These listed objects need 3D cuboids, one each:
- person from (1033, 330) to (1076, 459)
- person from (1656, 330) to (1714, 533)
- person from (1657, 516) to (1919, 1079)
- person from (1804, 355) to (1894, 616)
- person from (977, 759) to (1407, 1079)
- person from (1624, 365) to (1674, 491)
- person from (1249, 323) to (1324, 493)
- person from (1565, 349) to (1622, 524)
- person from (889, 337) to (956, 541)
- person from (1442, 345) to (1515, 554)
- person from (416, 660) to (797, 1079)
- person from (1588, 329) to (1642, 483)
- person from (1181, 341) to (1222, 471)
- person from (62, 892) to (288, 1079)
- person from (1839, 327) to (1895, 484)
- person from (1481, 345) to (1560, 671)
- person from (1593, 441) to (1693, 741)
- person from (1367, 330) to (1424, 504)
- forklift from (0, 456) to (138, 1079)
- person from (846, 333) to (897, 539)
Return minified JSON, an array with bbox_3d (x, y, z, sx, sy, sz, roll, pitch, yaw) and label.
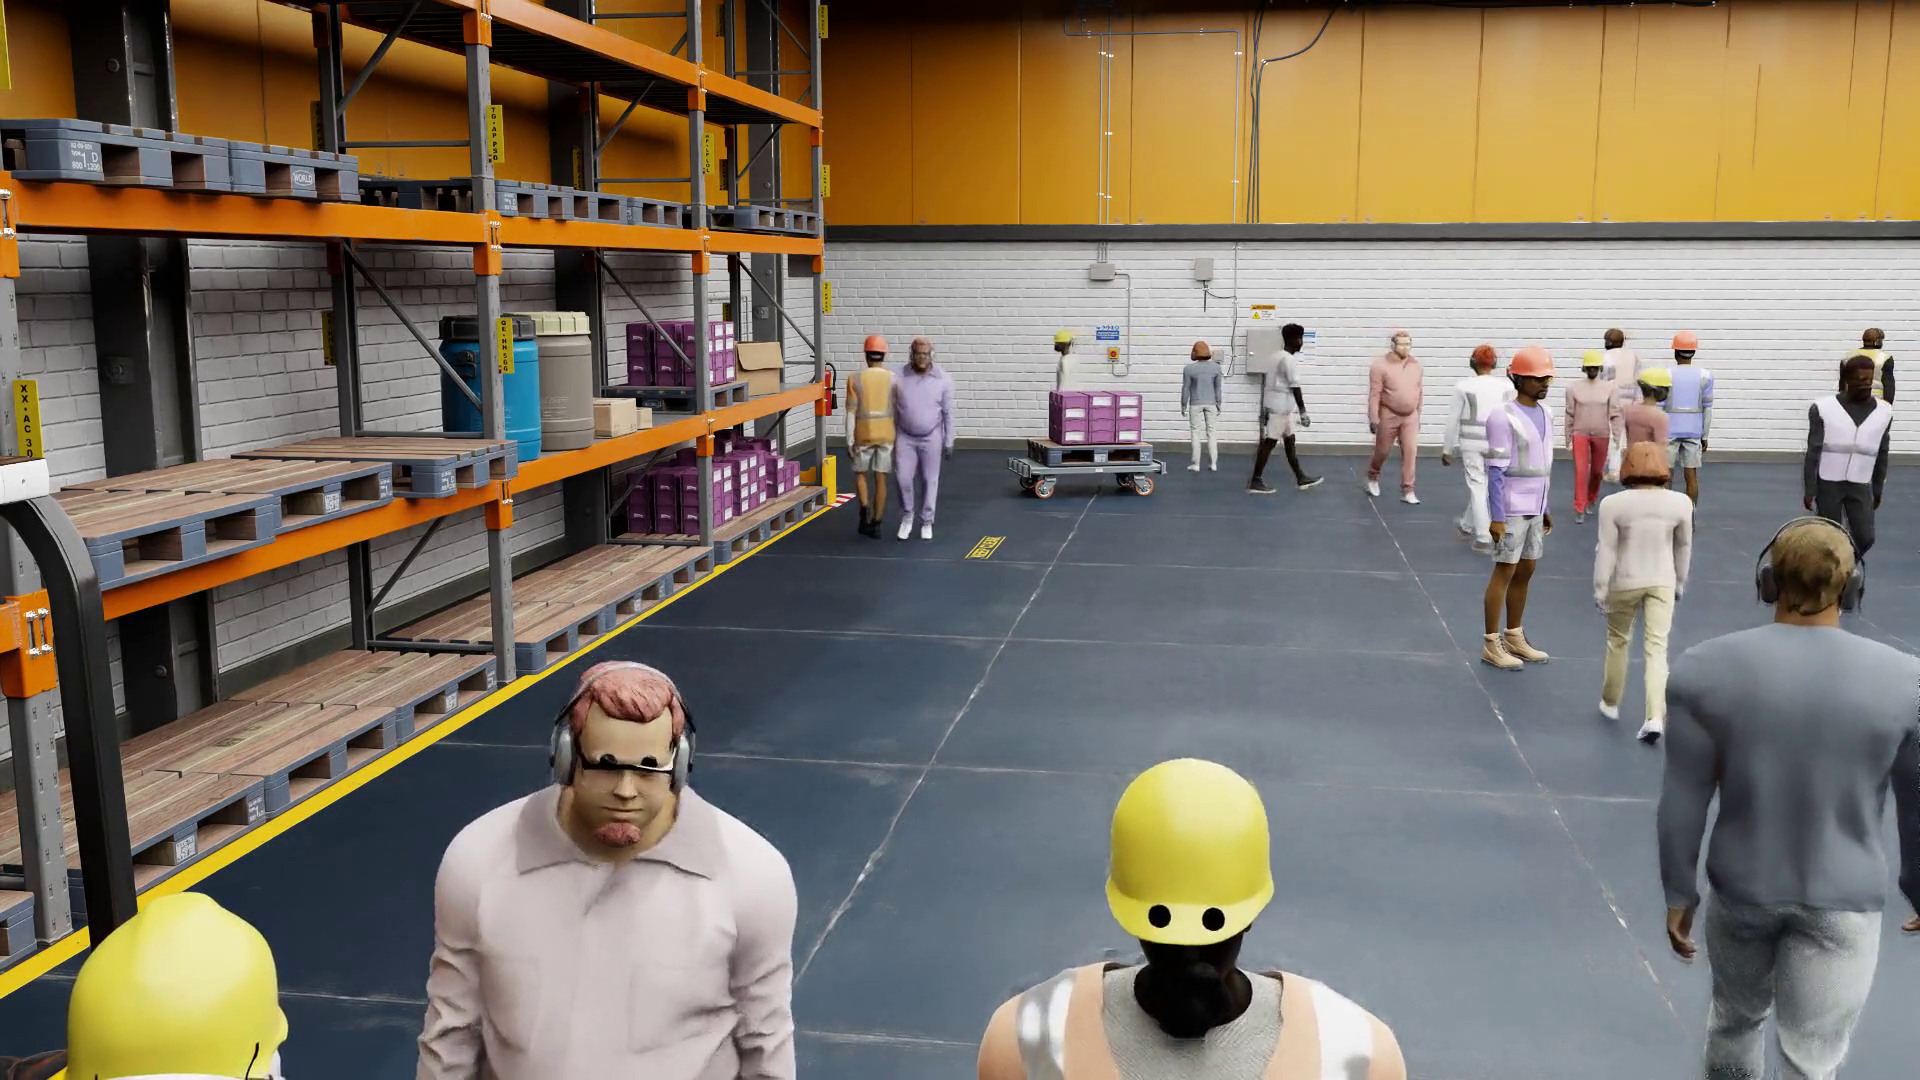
[{"bbox_3d":[1.243,-1.830,21.433,0.799,1.733,0.555,0,9,2],"label":"person"},{"bbox_3d":[6.870,-1.025,15.875,0.547,1.942,0.350,2,9,9],"label":"person"},{"bbox_3d":[2.157,0.876,4.272,0.641,1.897,0.922,6,11,35],"label":"person"},{"bbox_3d":[6.455,-0.401,12.159,0.605,1.905,0.457,1,9,6],"label":"person"},{"bbox_3d":[0.307,1.195,2.376,0.603,1.886,0.976,2,9,11],"label":"person"},{"bbox_3d":[5.445,-0.501,13.198,0.325,1.768,0.540,-2,9,-13],"label":"person"},{"bbox_3d":[3.708,-1.475,18.728,0.976,1.908,0.617,-1,9,-4],"label":"person"},{"bbox_3d":[6.372,-1.063,16.779,0.534,1.737,0.849,3,10,18],"label":"person"},{"bbox_3d":[-0.371,-0.925,15.405,0.673,1.887,0.580,0,9,1],"label":"person"},{"bbox_3d":[4.646,-0.836,15.026,0.606,1.832,0.951,-1,9,-8],"label":"person"},{"bbox_3d":[-0.612,1.100,3.032,0.656,1.862,0.939,1,9,4],"label":"person"},{"bbox_3d":[7.706,-1.612,19.890,0.660,1.806,0.874,-3,10,-17],"label":"person"},{"bbox_3d":[3.019,-1.669,20.818,0.512,1.628,0.305,-1,9,-9],"label":"person"},{"bbox_3d":[-0.838,1.296,1.897,0.600,1.829,0.404,-4,10,-23],"label":"person"},{"bbox_3d":[10.694,-1.579,19.609,0.429,1.839,0.633,-6,11,-32],"label":"person"},{"bbox_3d":[3.562,-0.203,10.494,0.616,2.041,0.379,-8,12,-39],"label":"person"},{"bbox_3d":[3.692,0.265,8.997,0.518,1.595,0.824,2,9,11],"label":"person"},{"bbox_3d":[4.743,-1.360,18.170,0.653,1.871,0.929,-2,9,-10],"label":"person"},{"bbox_3d":[-2.328,0.975,2.765,2.313,2.155,1.214,1,9,9],"label":"forklift"},{"bbox_3d":[-0.798,-0.967,15.582,0.553,1.917,0.412,-1,9,-8],"label":"person"}]
